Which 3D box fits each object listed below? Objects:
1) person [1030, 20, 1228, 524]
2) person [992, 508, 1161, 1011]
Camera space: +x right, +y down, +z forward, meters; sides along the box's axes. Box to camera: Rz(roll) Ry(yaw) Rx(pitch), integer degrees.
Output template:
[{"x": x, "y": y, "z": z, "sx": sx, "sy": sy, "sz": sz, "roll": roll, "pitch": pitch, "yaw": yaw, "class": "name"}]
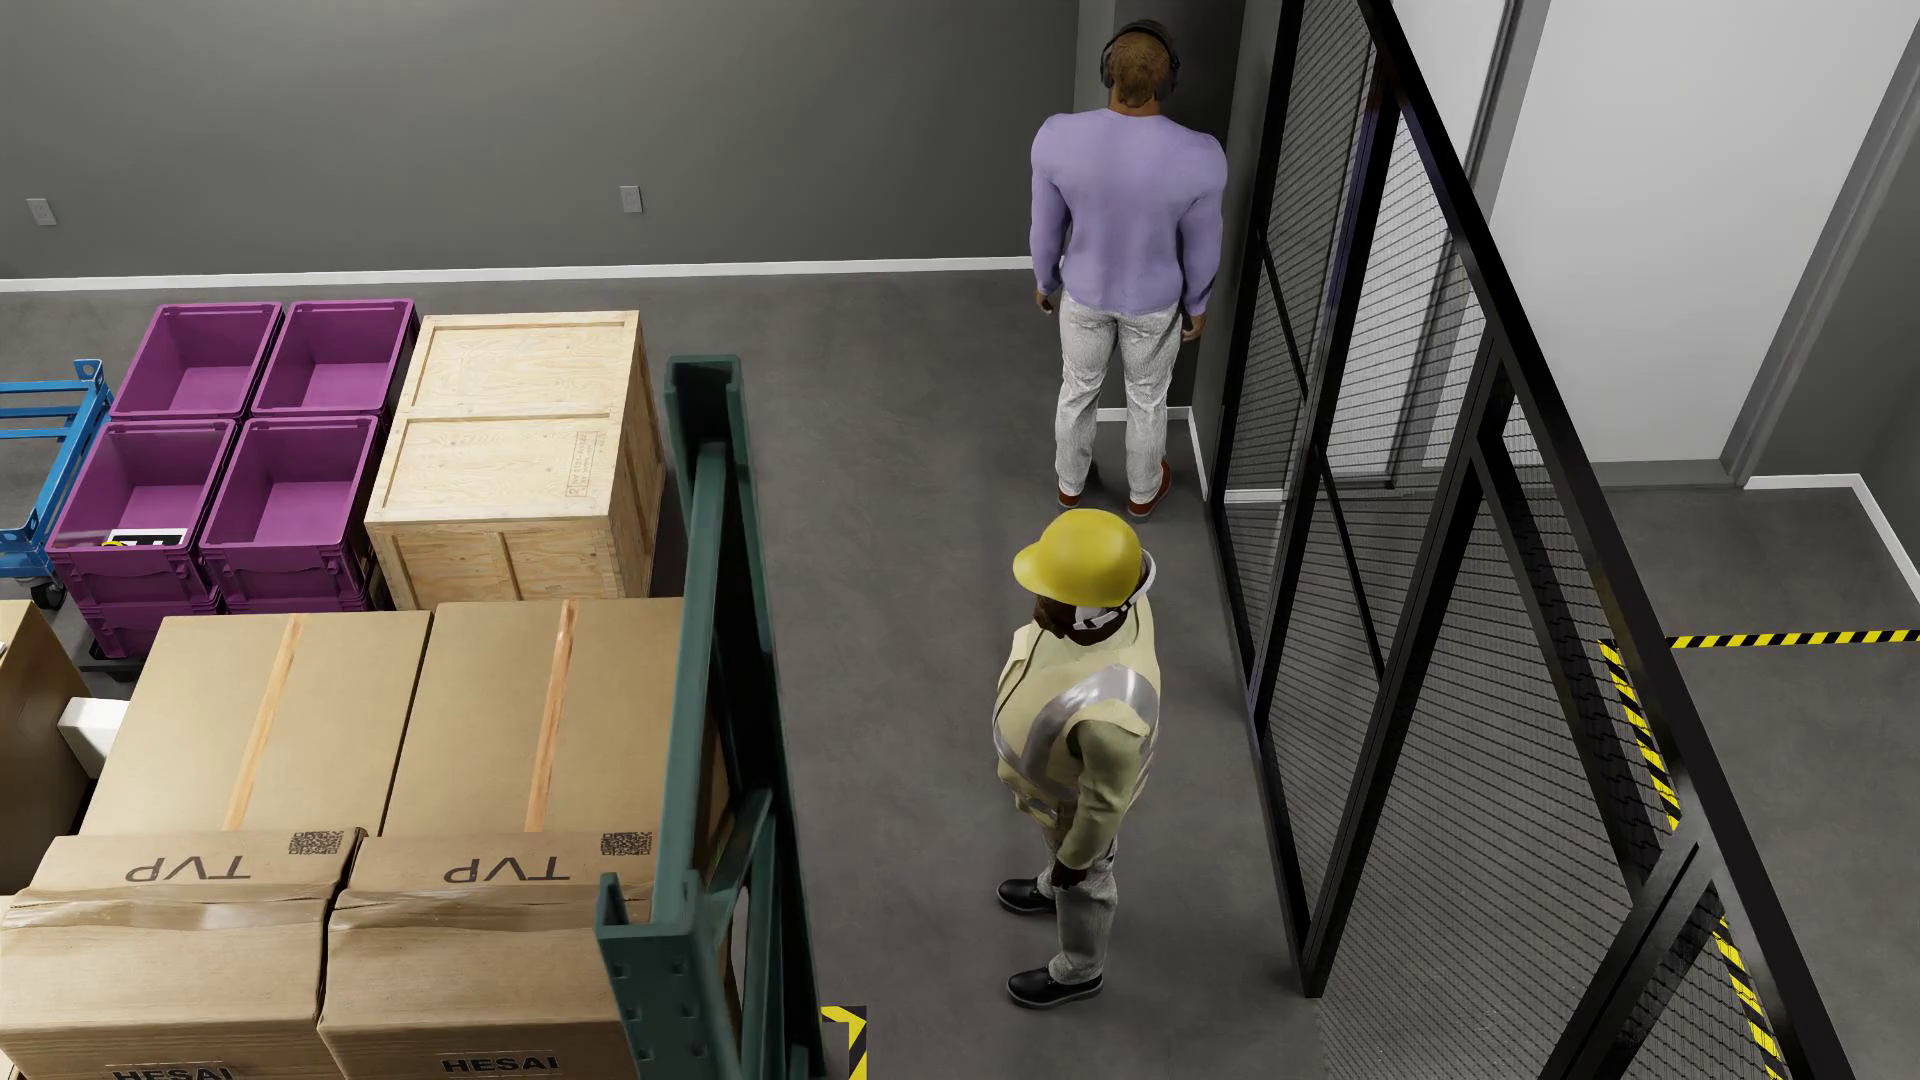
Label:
[{"x": 0.537, "y": -0.835, "z": 5.553, "sx": 0.627, "sy": 1.940, "sz": 0.372, "roll": 10, "pitch": 47, "yaw": 10, "class": "person"}, {"x": 0.283, "y": 0.584, "z": 4.270, "sx": 0.404, "sy": 1.833, "sz": 0.589, "roll": -2, "pitch": 46, "yaw": -2, "class": "person"}]
